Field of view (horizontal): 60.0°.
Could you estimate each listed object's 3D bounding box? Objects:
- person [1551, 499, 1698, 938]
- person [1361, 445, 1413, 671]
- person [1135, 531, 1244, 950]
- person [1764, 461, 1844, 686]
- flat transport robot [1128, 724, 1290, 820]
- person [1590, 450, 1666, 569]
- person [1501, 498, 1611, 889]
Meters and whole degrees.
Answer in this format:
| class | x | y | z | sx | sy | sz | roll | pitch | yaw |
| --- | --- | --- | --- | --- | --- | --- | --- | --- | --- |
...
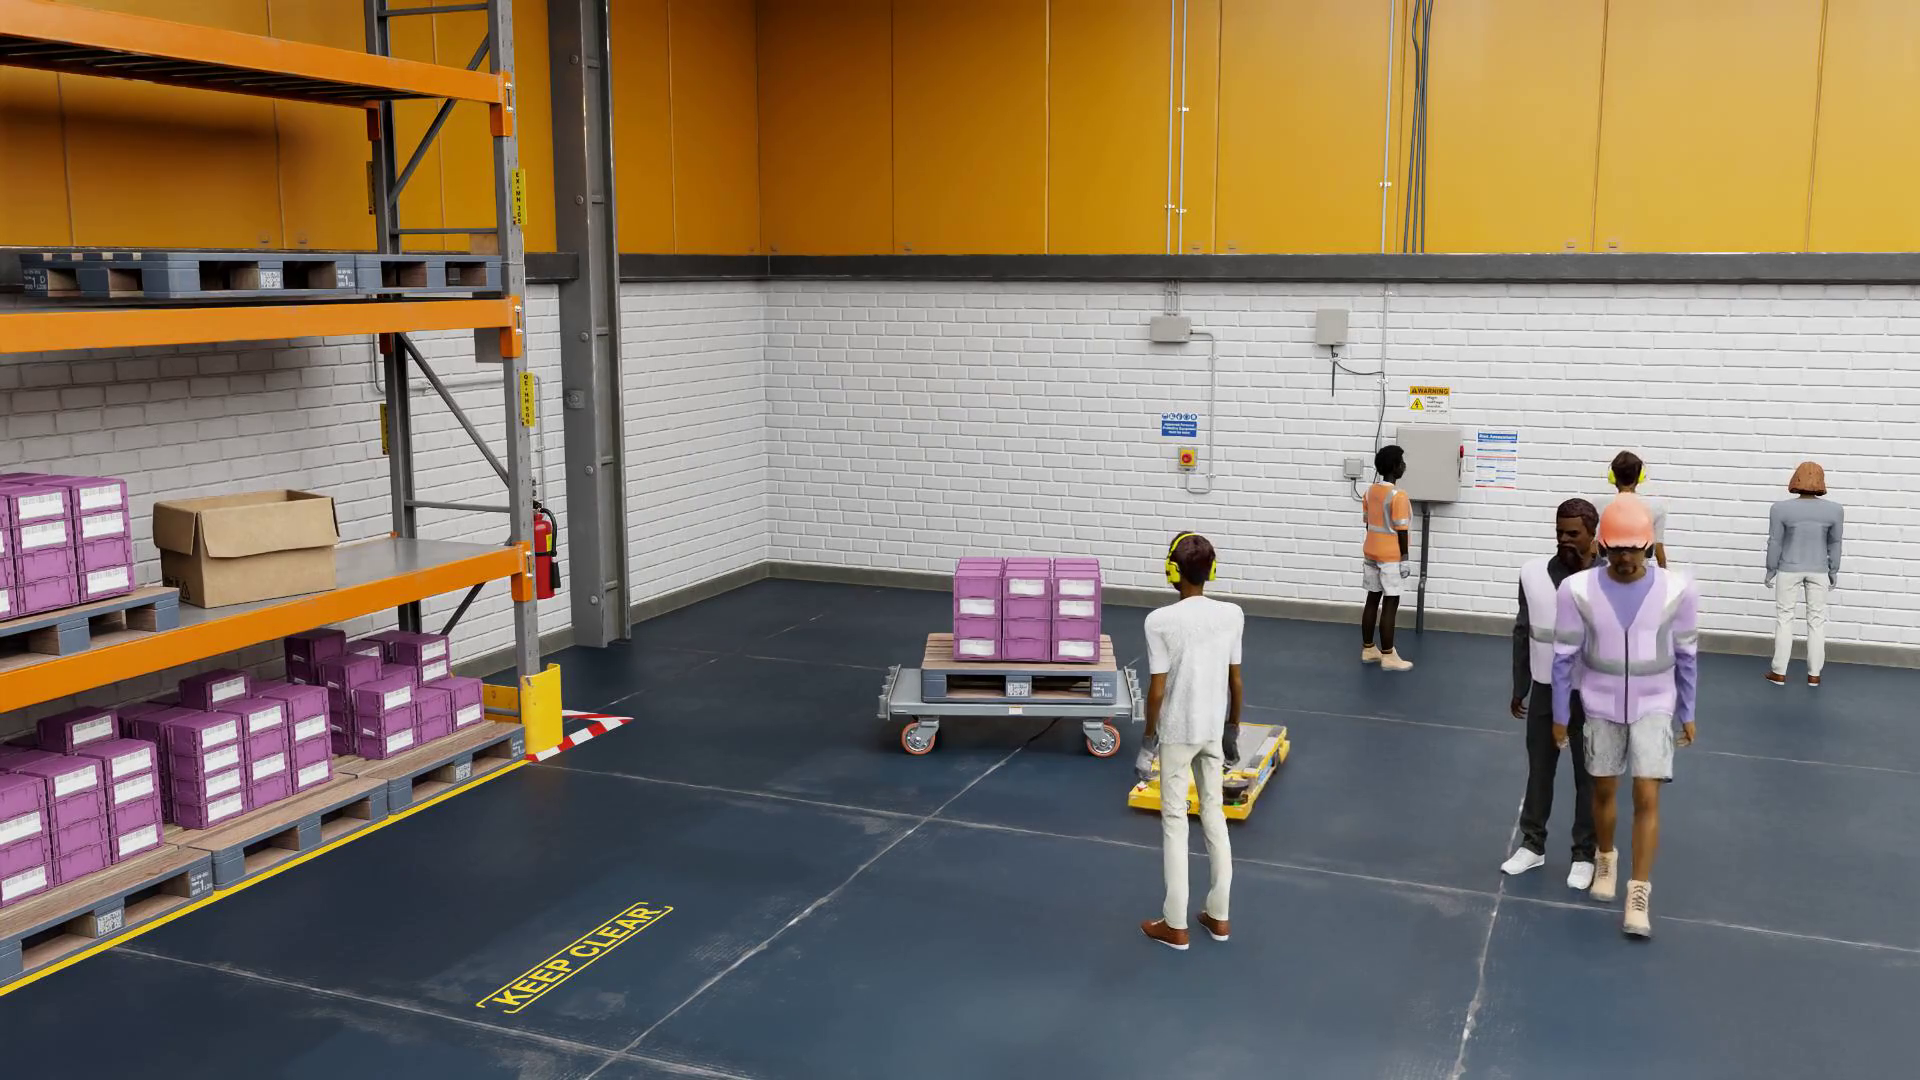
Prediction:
| class | x | y | z | sx | sy | sz | roll | pitch | yaw |
| --- | --- | --- | --- | --- | --- | --- | --- | --- | --- |
| person | 3.046 | 0.793 | 7.663 | 0.633 | 1.983 | 0.899 | 4 | 10 | 24 |
| person | 3.222 | 0.129 | 12.533 | 0.318 | 1.700 | 0.534 | -3 | 10 | -17 |
| person | 1.023 | 0.890 | 7.421 | 0.533 | 1.864 | 0.310 | -4 | 10 | -23 |
| person | 6.086 | 0.246 | 12.025 | 0.500 | 1.633 | 0.284 | 2 | 10 | 13 |
| flat transport robot | 1.488 | 1.301 | 9.751 | 0.652 | 0.197 | 1.431 | 4 | 10 | 20 |
| person | 4.417 | 0.319 | 11.043 | 0.531 | 1.824 | 0.969 | 4 | 10 | 21 |
| person | 3.002 | 0.740 | 8.172 | 0.590 | 1.919 | 0.394 | 8 | 12 | 41 |
